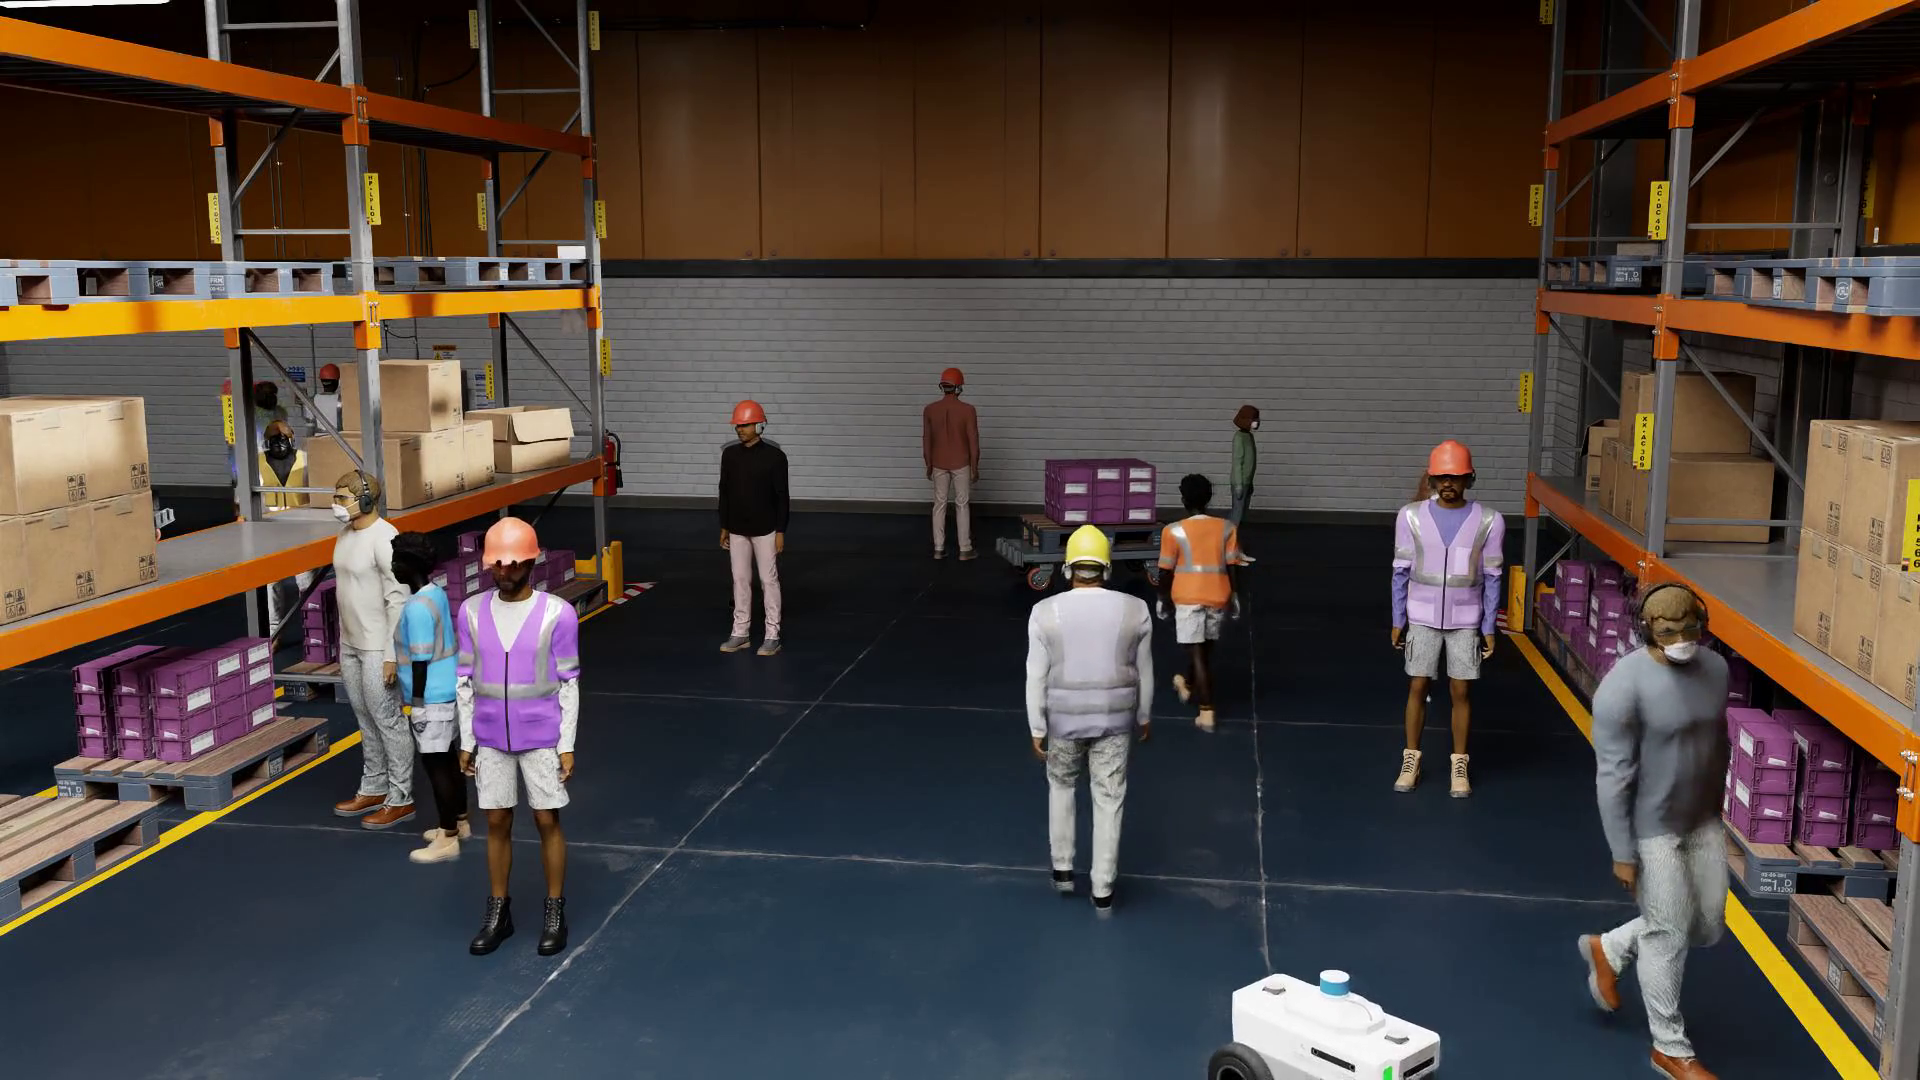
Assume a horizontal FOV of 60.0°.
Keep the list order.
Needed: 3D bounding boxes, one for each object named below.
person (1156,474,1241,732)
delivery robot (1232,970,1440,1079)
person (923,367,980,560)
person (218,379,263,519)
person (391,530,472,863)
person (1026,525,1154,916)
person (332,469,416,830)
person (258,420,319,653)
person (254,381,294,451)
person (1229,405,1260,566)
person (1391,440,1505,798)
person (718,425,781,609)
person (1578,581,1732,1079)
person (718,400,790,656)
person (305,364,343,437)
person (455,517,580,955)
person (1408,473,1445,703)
[{"bbox_3d":[1.550,0.383,11.053,0.547,1.642,0.898,-3,10,-16],"label":"person"},{"bbox_3d":[1.297,1.741,5.779,0.477,0.478,0.707,-8,13,-40],"label":"delivery robot"},{"bbox_3d":[-0.079,-0.786,17.230,0.609,1.996,0.379,3,10,20],"label":"person"},{"bbox_3d":[-7.196,-0.668,16.752,0.439,1.923,0.545,-7,11,-36],"label":"person"},{"bbox_3d":[-2.705,0.790,8.481,0.322,1.692,0.533,-1,9,-7],"label":"person"},{"bbox_3d":[0.615,0.828,7.864,0.606,1.811,0.640,1,9,3],"label":"person"},{"bbox_3d":[-3.183,0.580,8.980,0.635,1.938,0.359,9,13,44],"label":"person"},{"bbox_3d":[-5.287,-0.026,13.049,0.621,1.836,0.429,-4,10,-22],"label":"person"},{"bbox_3d":[-7.646,-0.850,18.250,0.864,1.804,0.639,4,10,24],"label":"person"},{"bbox_3d":[2.897,-0.560,16.954,0.279,1.631,0.504,4,10,24],"label":"person"},{"bbox_3d":[2.759,0.450,9.468,0.607,2.044,0.378,3,10,19],"label":"person"},{"bbox_3d":[-1.854,-0.291,14.679,0.600,1.831,0.404,-4,10,-25],"label":"person"},{"bbox_3d":[2.541,1.058,6.169,0.672,1.903,0.670,-5,10,-27],"label":"person"},{"bbox_3d":[-1.623,-0.096,12.978,0.620,1.994,0.381,4,10,24],"label":"person"},{"bbox_3d":[-7.142,-1.038,18.968,0.551,1.936,0.357,0,9,-1],"label":"person"},{"bbox_3d":[-1.934,0.856,7.279,0.545,1.940,0.352,0,9,2],"label":"person"},{"bbox_3d":[3.294,0.303,11.679,0.500,1.624,0.483,0,9,0],"label":"person"}]
